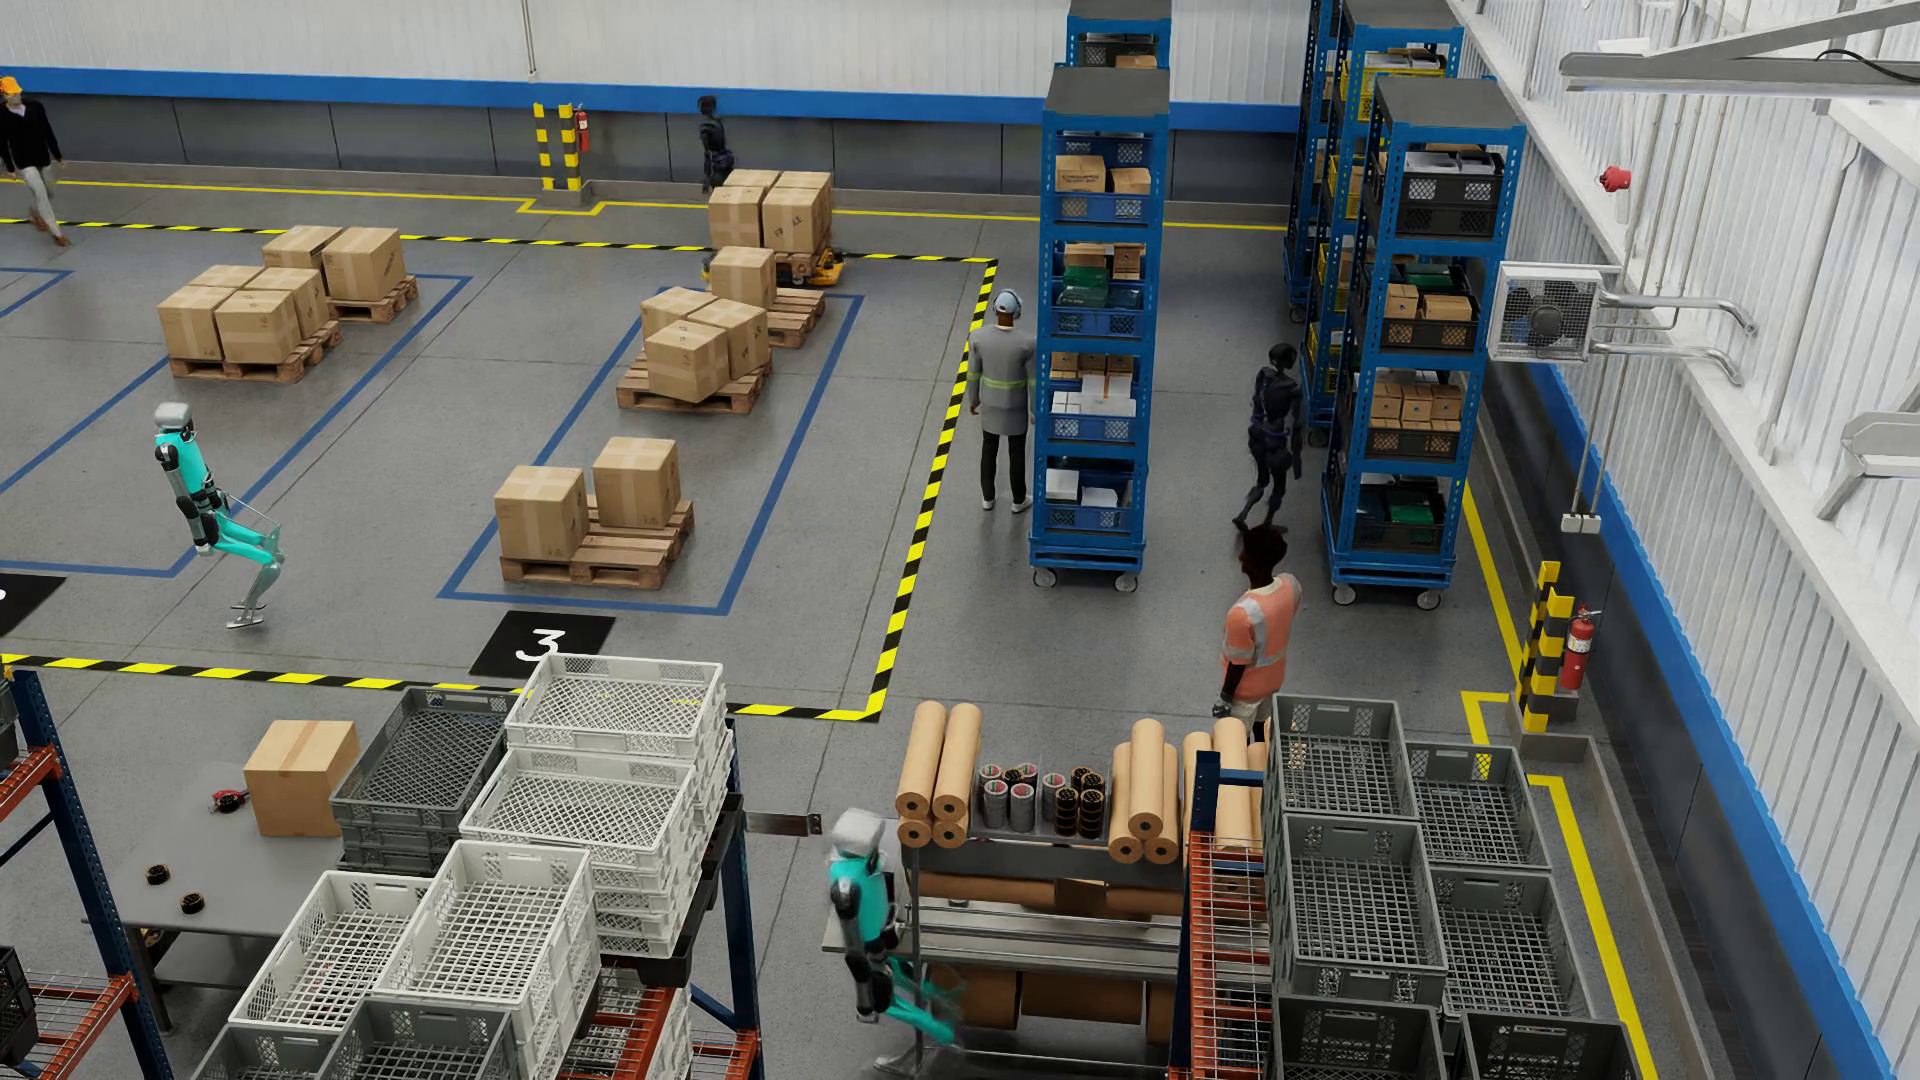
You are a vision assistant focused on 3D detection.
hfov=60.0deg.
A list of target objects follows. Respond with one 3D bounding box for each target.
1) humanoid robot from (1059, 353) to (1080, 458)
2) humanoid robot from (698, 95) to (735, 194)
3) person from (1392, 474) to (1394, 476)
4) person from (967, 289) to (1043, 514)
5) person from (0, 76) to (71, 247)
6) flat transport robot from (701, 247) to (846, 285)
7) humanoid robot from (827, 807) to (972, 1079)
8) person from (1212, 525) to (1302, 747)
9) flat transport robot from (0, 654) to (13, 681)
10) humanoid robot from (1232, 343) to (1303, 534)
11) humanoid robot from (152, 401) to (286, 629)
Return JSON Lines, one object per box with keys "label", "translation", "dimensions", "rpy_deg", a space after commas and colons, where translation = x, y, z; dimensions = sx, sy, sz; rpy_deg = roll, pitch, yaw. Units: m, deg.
{"label": "humanoid robot", "translation": [0.970, -1.365, 13.642], "dimensions": [0.489, 1.642, 0.596], "rpy_deg": [12, 32, 20]}
{"label": "humanoid robot", "translation": [-2.643, -4.072, 18.276], "dimensions": [0.363, 1.645, 0.590], "rpy_deg": [6, 31, 10]}
{"label": "person", "translation": [3.423, -1.042, 12.805], "dimensions": [0.373, 1.940, 0.630], "rpy_deg": [-14, 33, -22]}
{"label": "person", "translation": [0.358, -1.087, 12.966], "dimensions": [0.596, 1.850, 0.398], "rpy_deg": [8, 31, 13]}
{"label": "person", "translation": [-10.256, -4.204, 18.314], "dimensions": [0.827, 1.861, 0.584], "rpy_deg": [19, 35, 30]}
{"label": "flat transport robot", "translation": [-1.982, -2.953, 17.718], "dimensions": [1.431, 0.197, 0.652], "rpy_deg": [3, 30, 6]}
{"label": "humanoid robot", "translation": [-0.218, 1.983, 7.708], "dimensions": [0.730, 1.701, 0.535], "rpy_deg": [4, 30, 8]}
{"label": "person", "translation": [1.681, 0.788, 9.633], "dimensions": [0.368, 1.966, 0.605], "rpy_deg": [24, 38, 35]}
{"label": "flat transport robot", "translation": [-7.142, 0.969, 11.010], "dimensions": [1.431, 0.231, 0.659], "rpy_deg": [3, 30, 6]}
{"label": "humanoid robot", "translation": [2.333, -0.746, 12.576], "dimensions": [0.498, 1.637, 0.601], "rpy_deg": [-13, 33, -21]}
{"label": "humanoid robot", "translation": [-4.974, -0.179, 11.384], "dimensions": [0.735, 1.681, 0.533], "rpy_deg": [-5, 31, -8]}
